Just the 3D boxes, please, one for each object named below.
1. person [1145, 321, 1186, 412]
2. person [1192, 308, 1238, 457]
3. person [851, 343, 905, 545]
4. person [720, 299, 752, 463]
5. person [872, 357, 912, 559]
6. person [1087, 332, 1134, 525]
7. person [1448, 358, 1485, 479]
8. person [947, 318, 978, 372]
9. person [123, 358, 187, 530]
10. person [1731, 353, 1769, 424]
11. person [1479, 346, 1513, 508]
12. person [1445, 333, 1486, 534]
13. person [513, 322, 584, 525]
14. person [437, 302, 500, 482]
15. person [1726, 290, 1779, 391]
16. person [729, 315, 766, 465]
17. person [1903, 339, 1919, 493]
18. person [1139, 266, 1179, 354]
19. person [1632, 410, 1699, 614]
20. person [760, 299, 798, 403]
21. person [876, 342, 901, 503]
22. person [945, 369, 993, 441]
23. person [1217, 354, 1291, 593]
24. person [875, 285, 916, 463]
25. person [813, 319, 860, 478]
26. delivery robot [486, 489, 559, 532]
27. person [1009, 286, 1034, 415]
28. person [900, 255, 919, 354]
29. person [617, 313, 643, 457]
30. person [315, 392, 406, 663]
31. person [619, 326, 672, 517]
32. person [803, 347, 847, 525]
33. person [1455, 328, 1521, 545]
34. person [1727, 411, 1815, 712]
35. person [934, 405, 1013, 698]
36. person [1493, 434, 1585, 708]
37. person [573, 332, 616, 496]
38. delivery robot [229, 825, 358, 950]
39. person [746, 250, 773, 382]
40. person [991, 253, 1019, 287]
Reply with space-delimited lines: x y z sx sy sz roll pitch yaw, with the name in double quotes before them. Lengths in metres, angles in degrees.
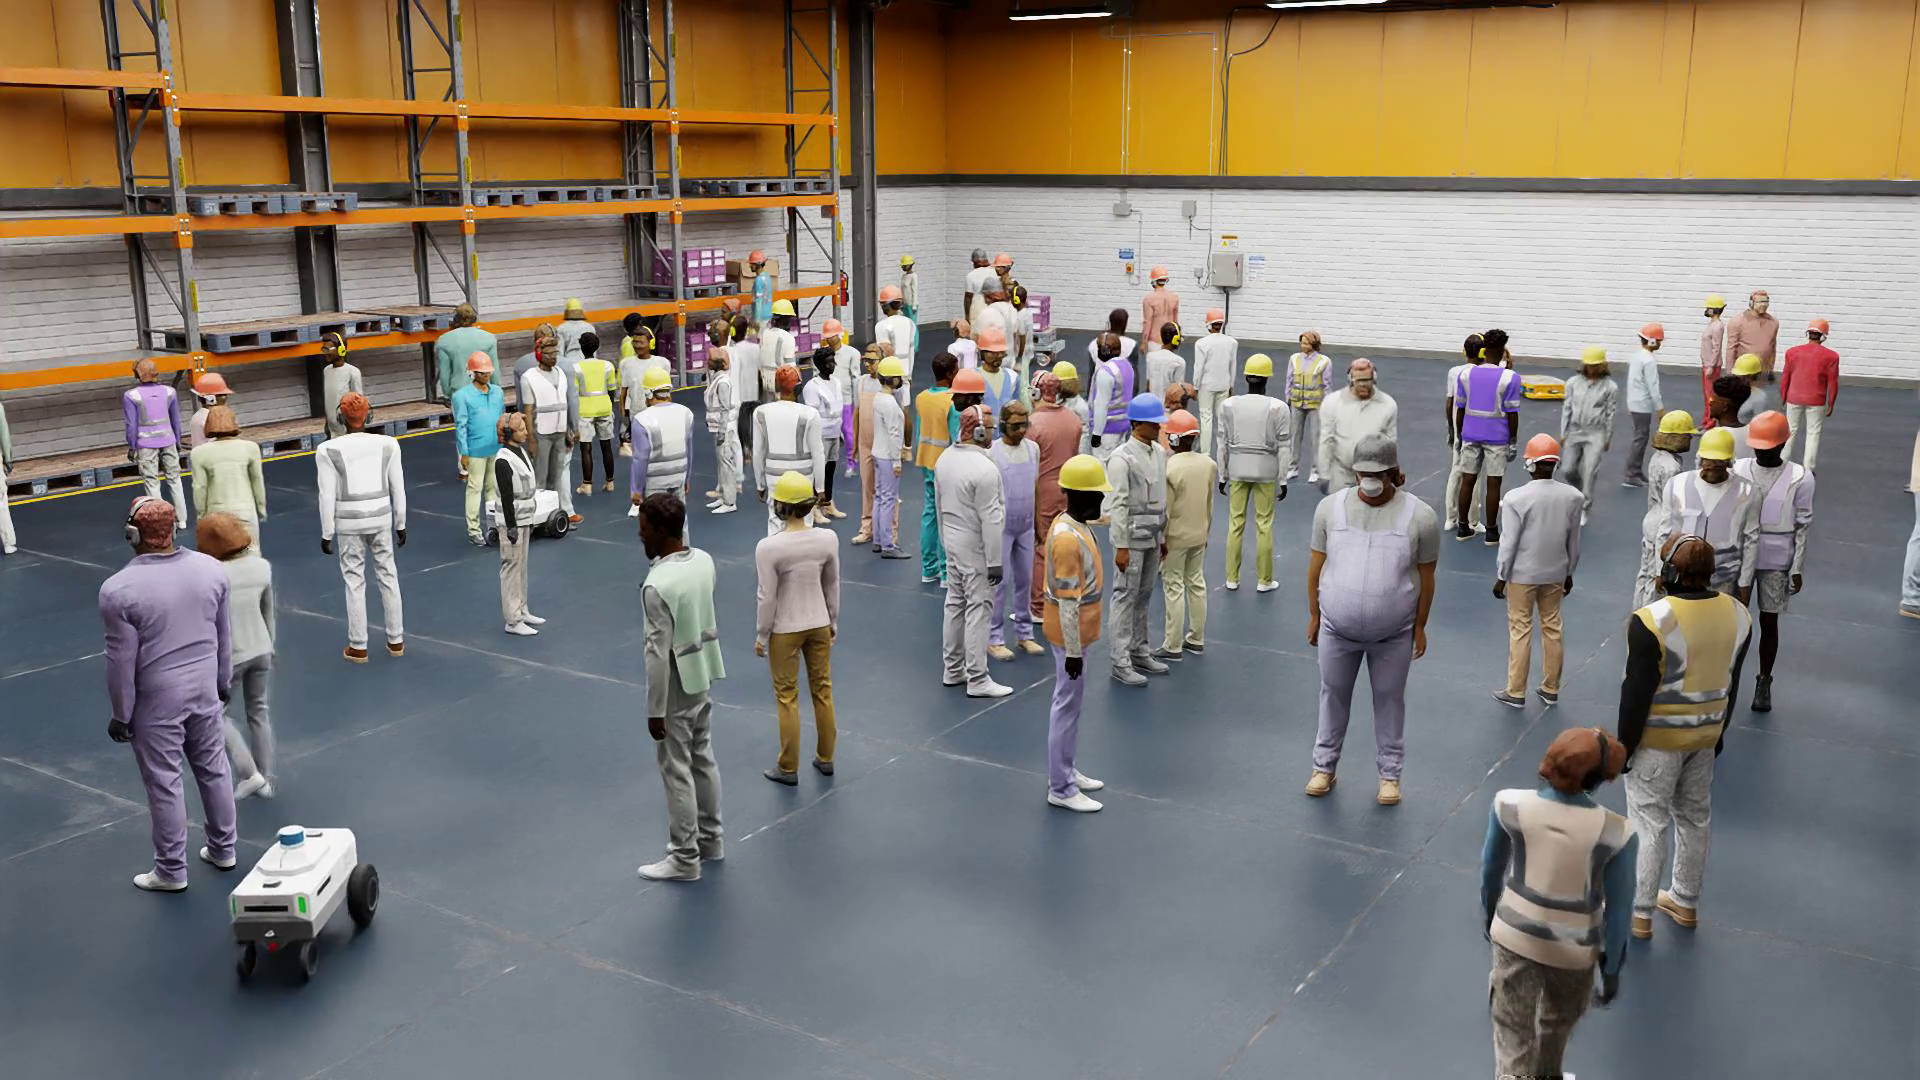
"person" 2.061 -1.252 16.651 0.341 1.857 0.521 -11 17 -41
"person" 2.919 -1.794 19.216 0.573 1.749 0.332 -6 14 -24
"person" -0.744 -0.849 14.915 0.517 1.844 0.332 7 15 26
"person" -2.581 -1.814 19.023 0.352 1.883 0.579 -7 15 -26
"person" -0.608 -0.719 14.527 0.311 1.768 0.533 -4 14 -17
"person" 1.424 -1.064 15.895 0.429 1.830 0.637 7 15 26
"person" 5.321 -1.243 17.048 0.549 1.641 0.873 11 17 38
"person" 0.024 -1.736 19.222 0.311 1.636 0.521 9 16 35
"person" -7.475 -0.867 15.444 0.313 1.639 0.517 9 16 36
"person" 7.035 -0.813 14.960 0.390 1.744 0.547 -2 13 -7
"person" 5.332 -1.137 16.628 0.501 1.632 0.280 -3 13 -14
"person" 4.755 -0.989 15.471 0.328 1.872 0.511 -10 16 -37
"person" -3.875 -1.083 15.727 0.636 1.939 0.362 3 13 15
"person" -5.271 -1.586 17.910 0.632 1.940 0.372 -4 14 -17
"person" 9.497 -2.040 19.948 0.641 1.910 0.401 -2 13 -7
"person" -2.253 -1.480 17.722 0.888 1.828 0.530 10 16 37
"person" 10.086 -1.360 17.324 0.338 1.762 0.526 8 15 30
"person" 2.732 -2.762 22.884 0.611 1.996 0.378 -8 15 -31
"person" 4.945 -0.044 11.650 0.295 1.743 0.490 2 13 8
"person" -1.984 -1.709 18.490 0.397 1.920 0.586 -10 17 -38
"person" -0.776 -1.189 16.855 0.265 1.632 0.508 -4 14 -17
"person" 0.073 -0.305 12.350 0.361 1.940 0.543 -1 13 -4
"person" 2.353 -0.530 13.355 0.589 1.927 0.369 5 14 21
"person" -0.773 -1.856 18.854 0.391 2.040 0.615 10 16 36
"person" -1.361 -1.552 18.206 0.573 1.738 0.352 4 14 18
"delivery robot" -3.981 -0.295 15.134 0.477 0.478 0.707 6 14 24
"person" 0.767 -2.289 21.123 0.327 1.863 0.535 3 13 12
"person" -0.914 -4.167 29.510 0.340 1.761 0.527 -7 15 -28
"person" -3.841 -1.820 19.488 0.322 1.689 0.545 0 13 0
"person" -4.132 -0.087 11.527 0.587 1.882 0.341 -9 16 -34
"person" -3.048 -1.154 16.196 0.538 1.866 0.312 -2 13 -9
"person" -1.286 -1.002 15.908 0.318 1.696 0.532 7 15 27
"person" 4.758 -0.931 15.036 0.602 1.958 0.371 11 17 40
"person" 5.021 0.134 10.478 0.551 1.923 0.385 9 16 33
"person" 0.104 0.067 10.809 0.403 1.906 0.651 -8 15 -30
"person" 3.658 0.192 10.601 0.572 1.749 0.343 -3 13 -13
"person" -3.806 -1.304 17.216 0.537 1.696 0.318 -9 16 -35
"delivery robot" -2.930 1.503 7.337 0.477 0.478 0.707 0 13 -2
"person" -3.124 -3.490 25.970 0.400 2.035 0.601 1 13 5
"person" 0.649 -3.272 24.993 0.382 2.041 0.616 -7 15 -27
